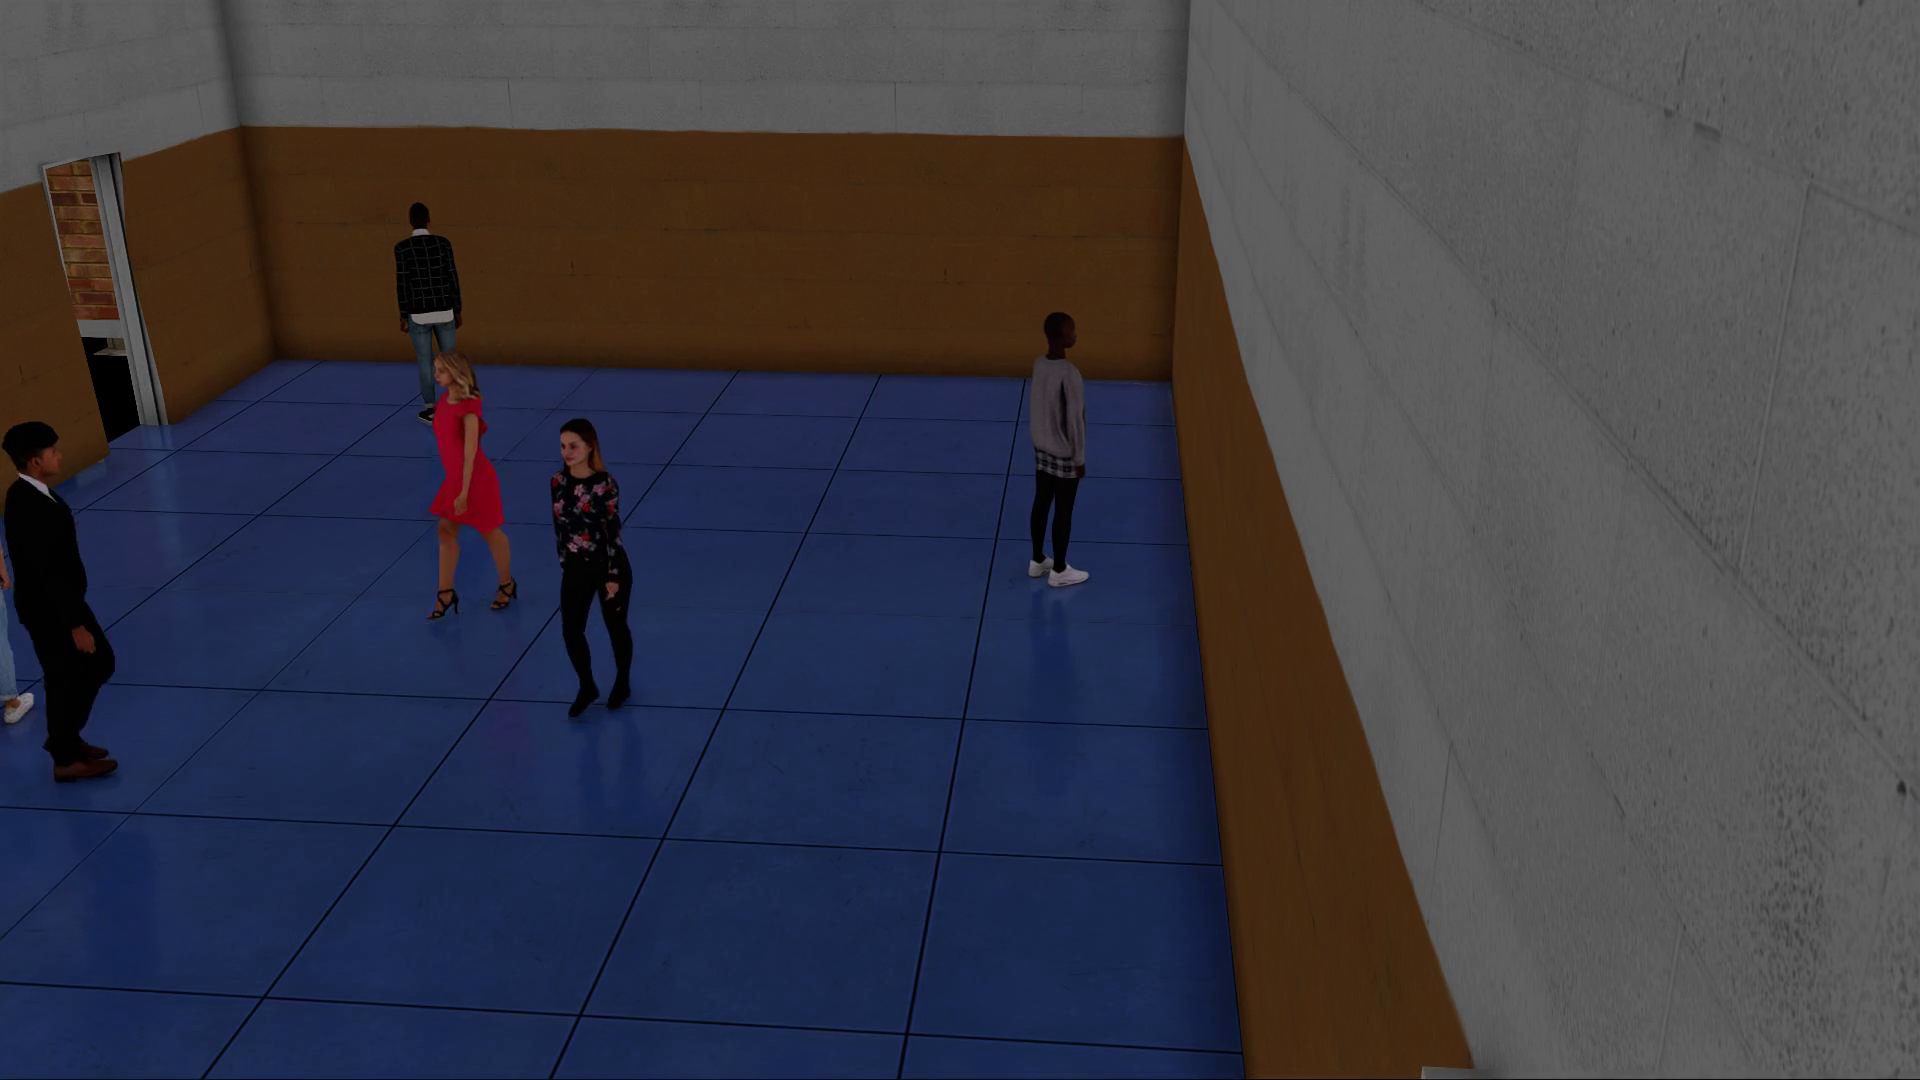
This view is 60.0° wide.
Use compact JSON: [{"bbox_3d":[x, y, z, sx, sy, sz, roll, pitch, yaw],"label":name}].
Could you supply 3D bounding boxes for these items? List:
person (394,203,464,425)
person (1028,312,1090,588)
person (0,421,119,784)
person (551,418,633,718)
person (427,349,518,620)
[{"bbox_3d":[-4.388,-1.884,13.787,0.705,1.821,0.811,-12,25,-28],"label":"person"},{"bbox_3d":[0.607,-0.582,10.613,0.729,1.771,0.687,-15,26,-33],"label":"person"},{"bbox_3d":[-4.568,0.346,8.181,0.798,1.862,0.827,-7,23,-17],"label":"person"},{"bbox_3d":[-1.934,0.120,9.007,0.610,1.666,0.696,5,22,11],"label":"person"},{"bbox_3d":[-2.900,-0.358,10.143,0.866,1.706,0.891,18,28,38],"label":"person"}]
